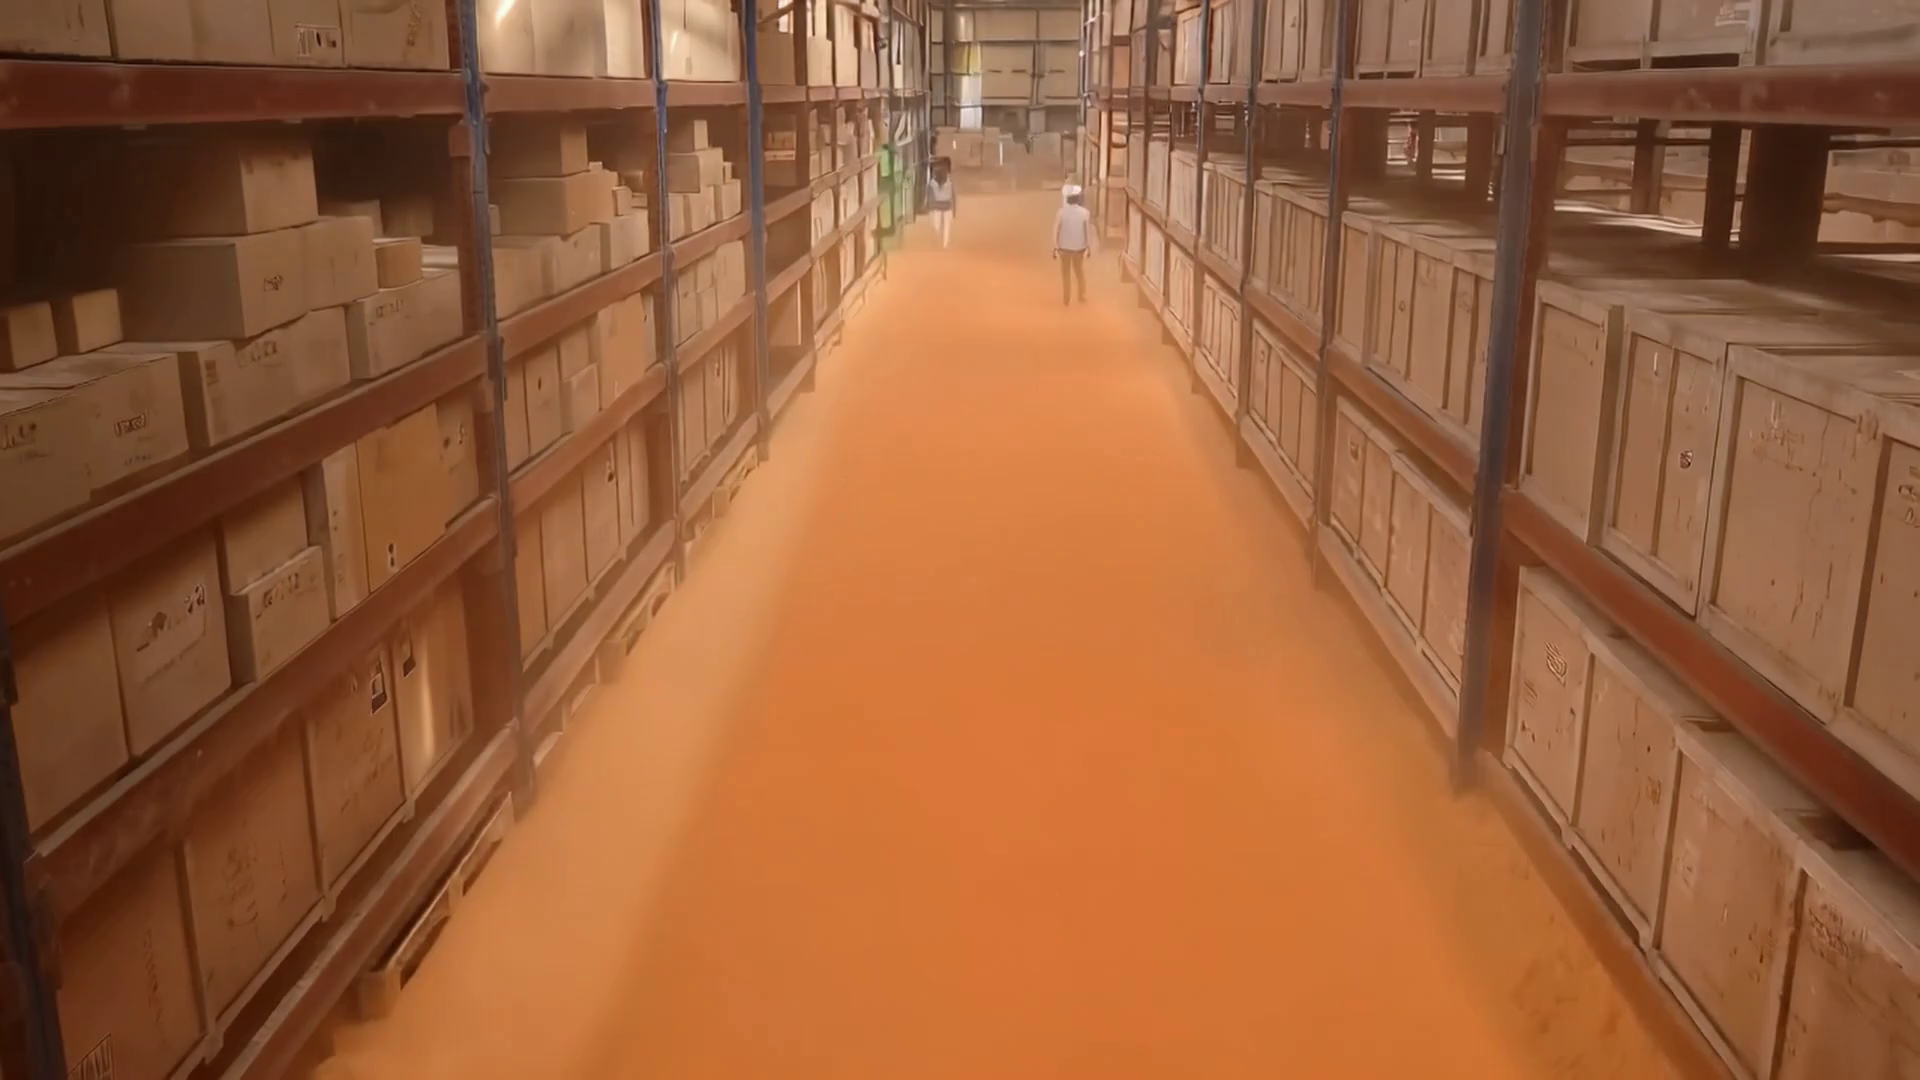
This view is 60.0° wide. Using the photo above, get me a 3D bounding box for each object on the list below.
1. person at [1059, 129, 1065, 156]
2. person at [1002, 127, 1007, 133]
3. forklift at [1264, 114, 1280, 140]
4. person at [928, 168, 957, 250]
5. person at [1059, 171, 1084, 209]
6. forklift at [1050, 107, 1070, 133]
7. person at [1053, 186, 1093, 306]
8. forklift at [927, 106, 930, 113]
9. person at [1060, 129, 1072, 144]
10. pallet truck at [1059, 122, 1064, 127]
[{"bbox_3d":[4.641,-17.851,76.112,0.642,1.876,1.037,1,15,4],"label":"person"},{"bbox_3d":[2.356,-19.657,82.872,0.771,1.864,0.604,-6,16,-23],"label":"person"},{"bbox_3d":[11.031,-14.036,60.014,1.129,2.768,1.873,0,15,2],"label":"forklift"},{"bbox_3d":[-0.395,-7.435,37.456,0.657,1.822,0.508,0,15,1],"label":"person"},{"bbox_3d":[2.397,-6.977,35.710,0.570,1.844,0.377,7,17,24],"label":"person"},{"bbox_3d":[4.694,-19.025,78.577,1.129,2.768,1.873,-7,17,-26],"label":"forklift"},{"bbox_3d":[1.873,-4.899,27.729,0.640,1.972,0.450,-3,15,-12],"label":"person"},{"bbox_3d":[-2.001,-20.667,84.687,1.129,2.768,1.873,0,15,2],"label":"forklift"},{"bbox_3d":[4.822,-17.653,75.356,0.593,1.879,0.898,-1,15,-3],"label":"person"},{"bbox_3d":[5.788,-21.111,88.014,1.885,1.965,0.823,5,16,18],"label":"pallet truck"}]
